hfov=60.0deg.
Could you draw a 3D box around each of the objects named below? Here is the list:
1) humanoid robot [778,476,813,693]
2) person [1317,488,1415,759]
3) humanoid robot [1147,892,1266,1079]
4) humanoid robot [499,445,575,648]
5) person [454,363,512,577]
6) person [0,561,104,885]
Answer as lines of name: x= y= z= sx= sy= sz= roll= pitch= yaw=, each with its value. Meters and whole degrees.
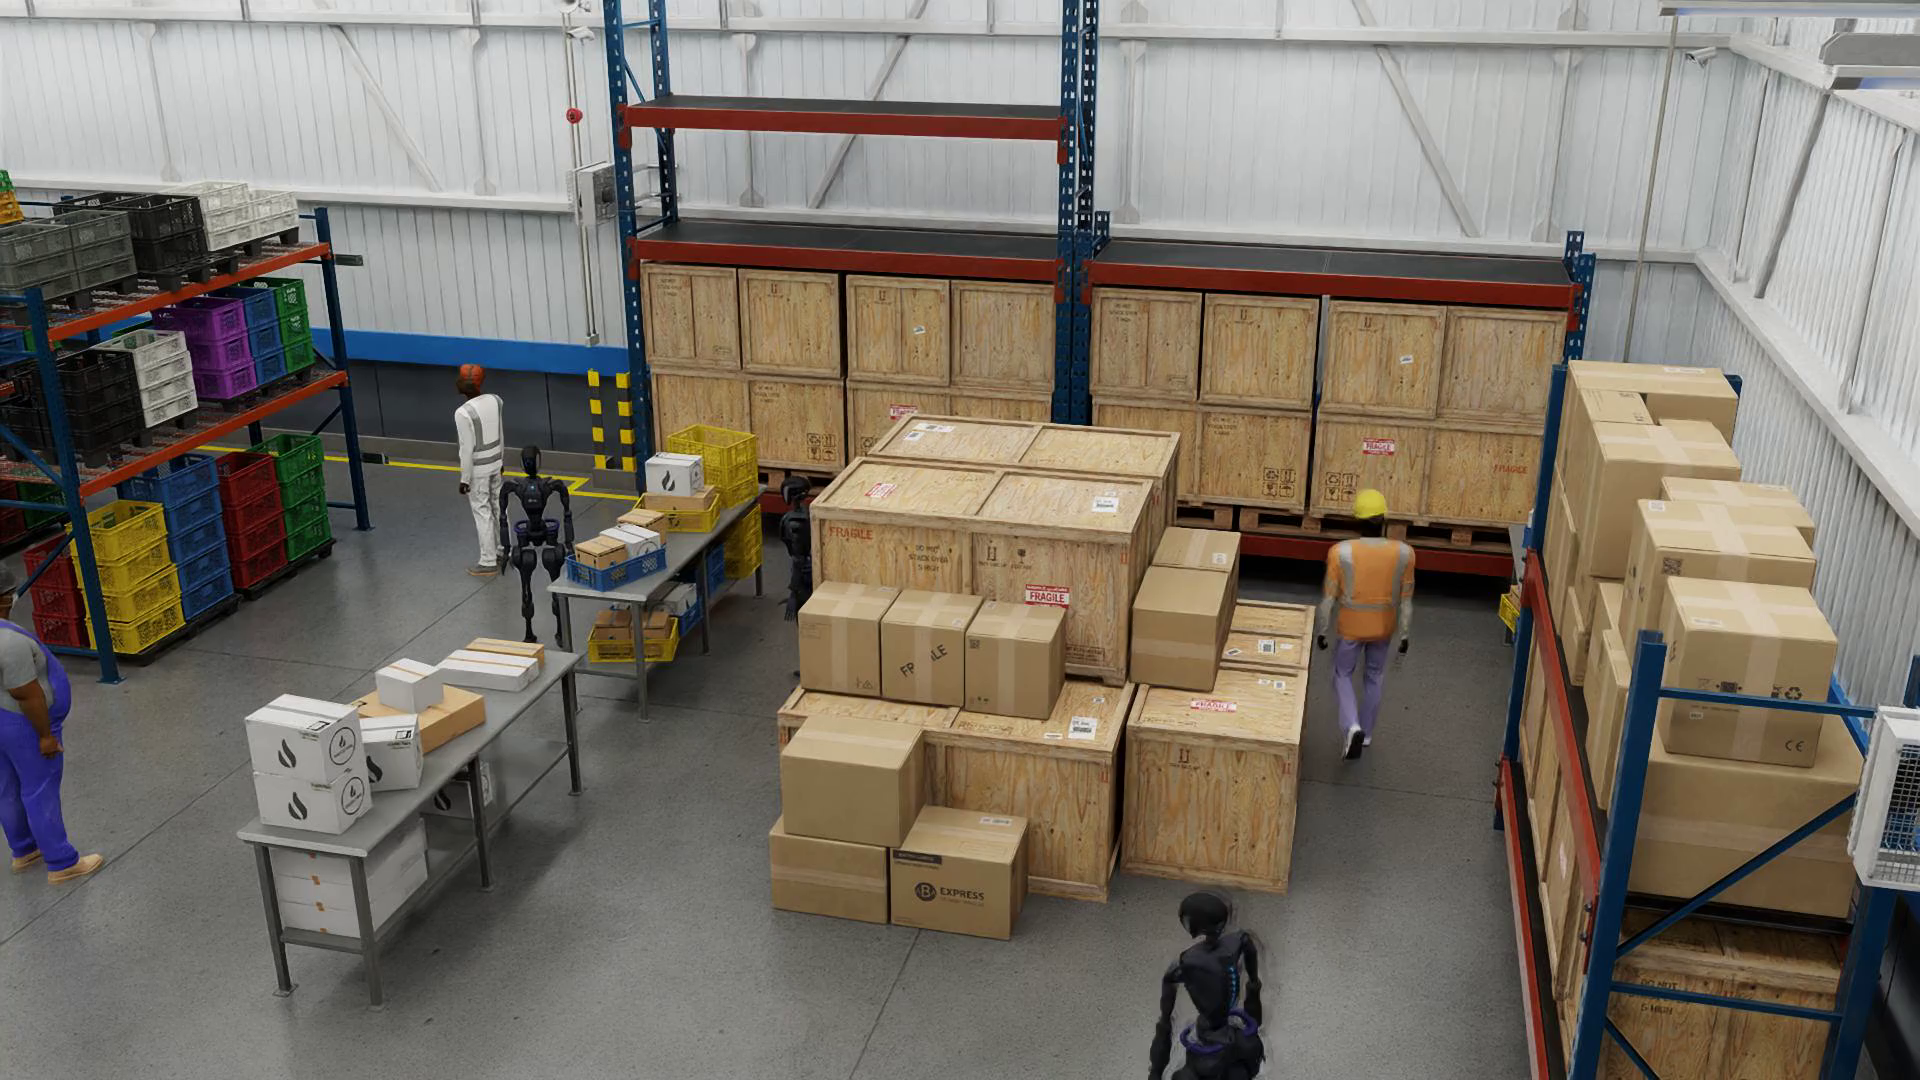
humanoid robot: x=-1.167 y=0.319 z=12.220 sx=0.320 sy=1.657 sz=0.612 roll=0 pitch=21 yaw=0
person: x=2.738 y=0.598 z=11.199 sx=0.625 sy=1.896 sz=0.671 roll=1 pitch=21 yaw=2
humanoid robot: x=1.109 y=2.238 z=7.244 sx=0.642 sy=1.643 sz=0.342 roll=-13 pitch=24 yaw=-30
humanoid robot: x=-3.267 y=0.059 z=12.897 sx=0.600 sy=1.657 sz=0.331 roll=-4 pitch=21 yaw=-11
person: x=-4.136 y=-0.610 z=14.378 sx=0.348 sy=1.883 sz=0.582 roll=7 pitch=22 yaw=18
person: x=-5.532 y=1.046 z=9.832 sx=0.677 sy=2.000 sz=0.537 roll=12 pitch=24 yaw=28
